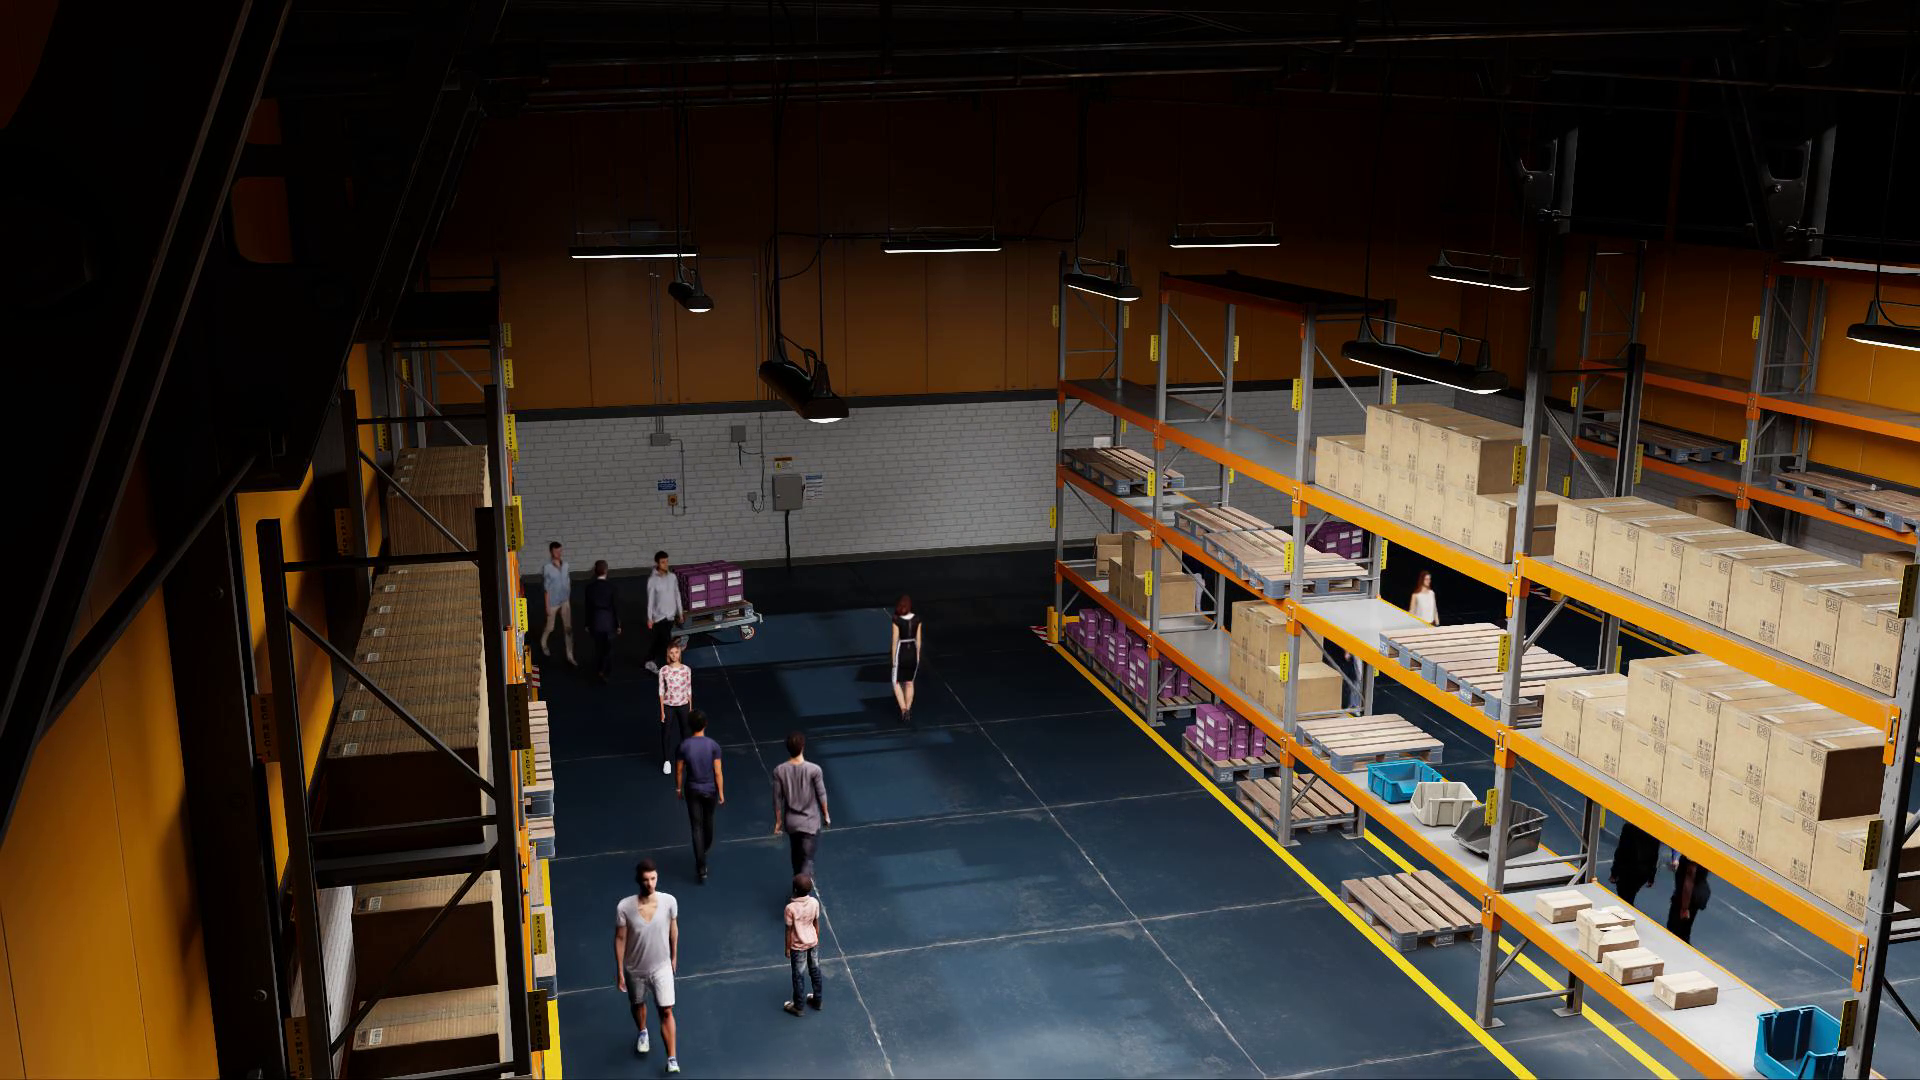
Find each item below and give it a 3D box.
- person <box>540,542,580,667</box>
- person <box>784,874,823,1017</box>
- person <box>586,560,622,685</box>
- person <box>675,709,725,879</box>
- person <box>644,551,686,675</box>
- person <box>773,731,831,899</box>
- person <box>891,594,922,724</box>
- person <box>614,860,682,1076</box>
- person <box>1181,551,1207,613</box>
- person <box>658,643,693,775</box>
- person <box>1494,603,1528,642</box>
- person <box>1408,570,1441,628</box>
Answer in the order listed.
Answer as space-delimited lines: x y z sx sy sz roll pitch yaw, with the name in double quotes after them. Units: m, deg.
-6.032 0.932 24.712 1.009 1.815 1.293 -11 18 -39 "person"
-1.389 3.590 14.817 0.549 1.306 0.559 -10 17 -35 "person"
-5.098 1.200 23.640 0.908 1.798 1.015 2 14 9 "person"
-2.746 2.703 17.550 0.743 1.744 1.173 -2 14 -9 "person"
-4.326 1.091 23.907 1.311 1.884 1.153 11 17 38 "person"
-1.614 2.865 16.718 1.036 1.821 1.261 3 14 13 "person"
-0.697 1.602 21.993 0.627 1.792 0.733 -5 15 -21 "person"
-2.654 3.531 13.999 0.718 1.806 1.166 -4 14 -16 "person"
3.649 0.662 26.266 0.678 1.607 0.696 4 14 17 "person"
-3.504 2.052 20.473 0.585 1.634 0.548 -5 15 -21 "person"
7.373 1.576 22.424 0.687 1.639 0.699 2 14 6 "person"
6.495 1.260 23.652 0.740 1.677 1.105 -6 15 -25 "person"
